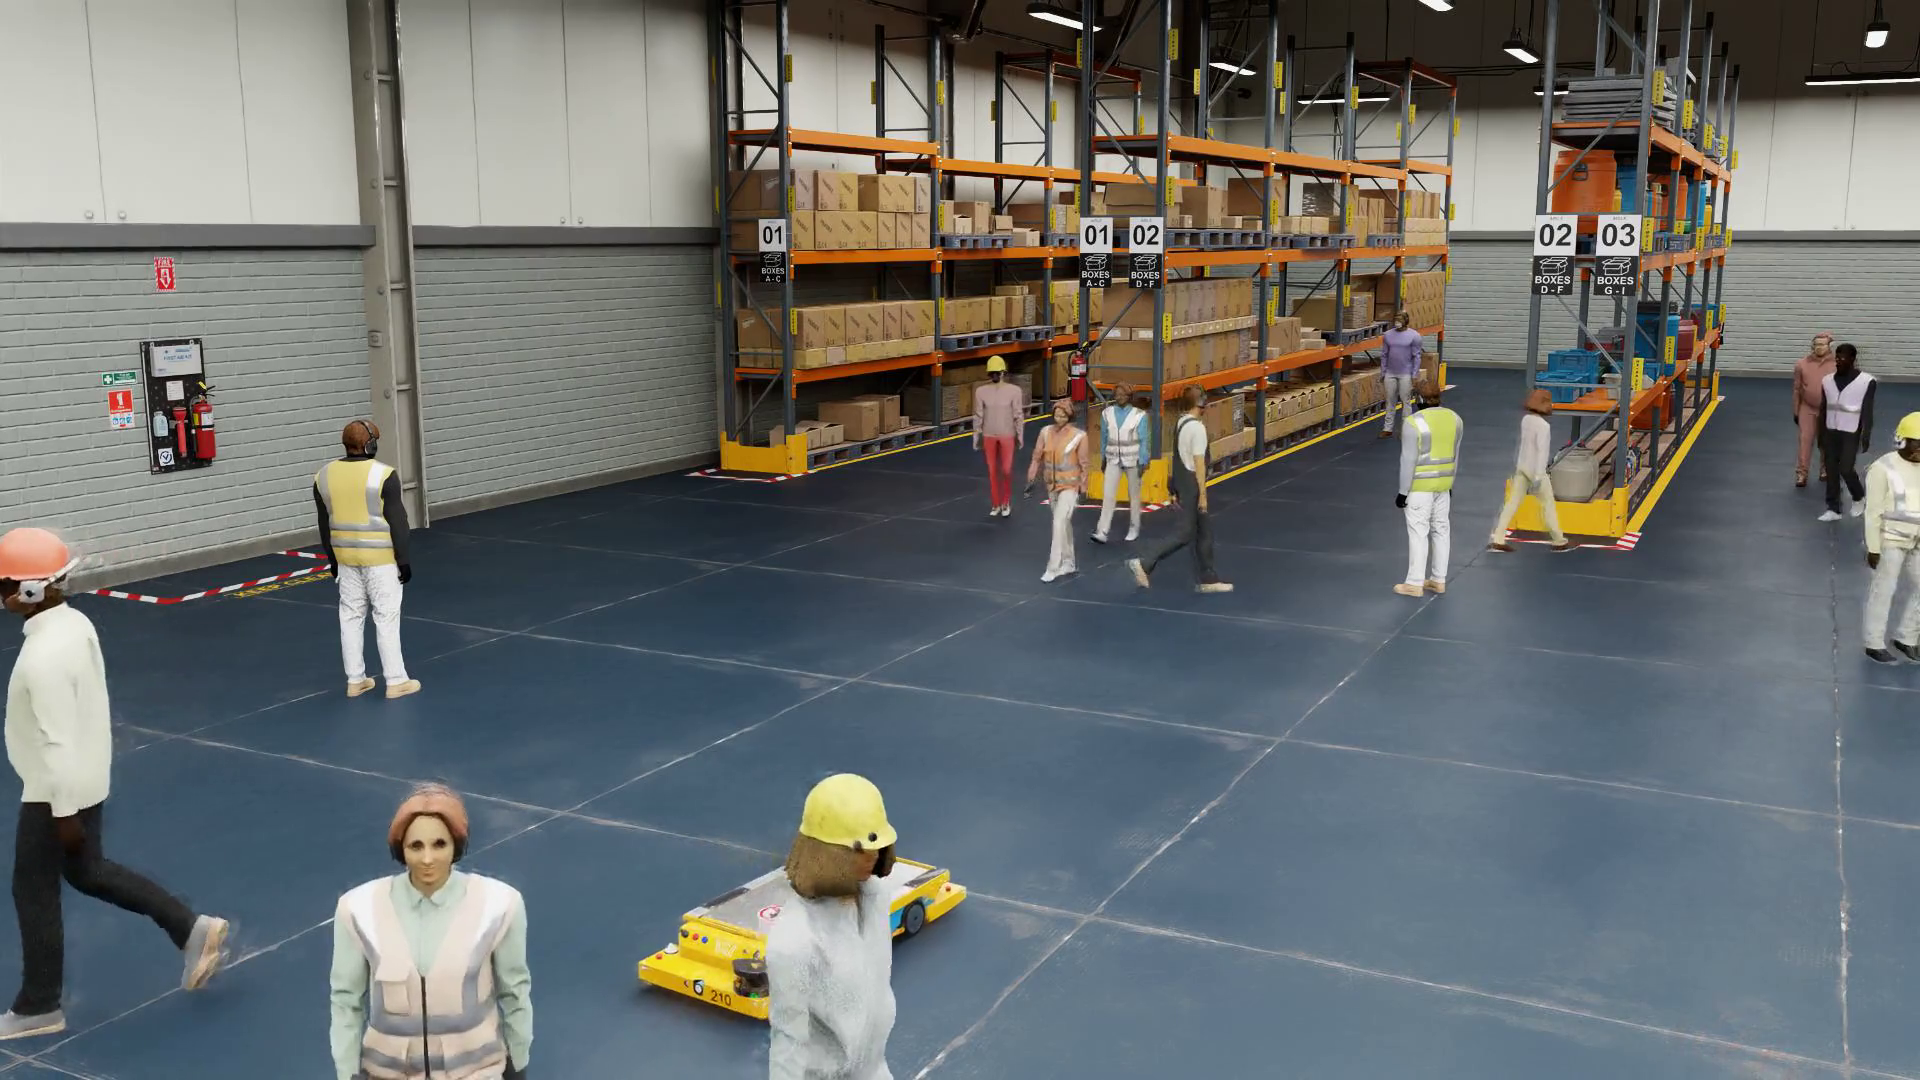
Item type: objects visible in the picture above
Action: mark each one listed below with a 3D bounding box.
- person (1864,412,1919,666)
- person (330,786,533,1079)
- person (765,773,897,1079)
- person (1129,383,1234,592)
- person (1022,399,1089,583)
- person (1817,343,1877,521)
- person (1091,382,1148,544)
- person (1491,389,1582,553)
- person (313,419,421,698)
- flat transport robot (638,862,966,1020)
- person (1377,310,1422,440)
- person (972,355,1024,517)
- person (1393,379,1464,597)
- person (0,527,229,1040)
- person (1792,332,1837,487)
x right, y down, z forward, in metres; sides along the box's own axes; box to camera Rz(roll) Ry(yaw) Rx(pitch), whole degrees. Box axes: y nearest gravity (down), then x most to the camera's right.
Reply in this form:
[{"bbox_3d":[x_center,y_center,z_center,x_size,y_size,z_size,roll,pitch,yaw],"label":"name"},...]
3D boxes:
[{"bbox_3d":[6.637,0.009,11.652,0.629,1.810,0.517,-2,11,-13],"label":"person"},{"bbox_3d":[-1.417,1.419,4.539,0.505,1.605,0.835,-1,10,-7],"label":"person"},{"bbox_3d":[-0.378,1.409,4.313,0.831,1.714,0.493,6,12,31],"label":"person"},{"bbox_3d":[1.882,-0.424,14.059,0.863,1.809,0.540,-1,10,-7],"label":"person"},{"bbox_3d":[0.836,-0.430,14.612,0.740,1.604,0.531,-10,14,-44],"label":"person"},{"bbox_3d":[9.402,-1.140,17.672,0.482,1.901,0.611,-6,12,-29],"label":"person"},{"bbox_3d":[1.577,-0.741,16.310,0.544,1.592,0.835,6,12,28],"label":"person"},{"bbox_3d":[5.512,-0.652,15.878,0.859,1.586,0.501,-2,11,-11],"label":"person"},{"bbox_3d":[-3.883,0.127,10.938,0.621,1.845,0.429,2,11,13],"label":"person"},{"bbox_3d":[-0.635,1.614,7.117,0.652,0.197,1.431,7,12,33],"label":"flat transport robot"},{"bbox_3d":[6.544,-2.456,24.774,0.627,1.934,0.370,9,14,40],"label":"person"},{"bbox_3d":[0.397,-1.109,17.910,0.556,1.747,0.512,2,11,13],"label":"person"},{"bbox_3d":[3.928,-0.440,14.053,0.621,1.837,0.430,-6,12,-28],"label":"person"},{"bbox_3d":[-3.337,0.909,6.326,0.825,1.973,0.626,-3,11,-14],"label":"person"},{"bbox_3d":[10.506,-1.608,20.322,0.635,1.870,0.960,6,12,31],"label":"person"}]
